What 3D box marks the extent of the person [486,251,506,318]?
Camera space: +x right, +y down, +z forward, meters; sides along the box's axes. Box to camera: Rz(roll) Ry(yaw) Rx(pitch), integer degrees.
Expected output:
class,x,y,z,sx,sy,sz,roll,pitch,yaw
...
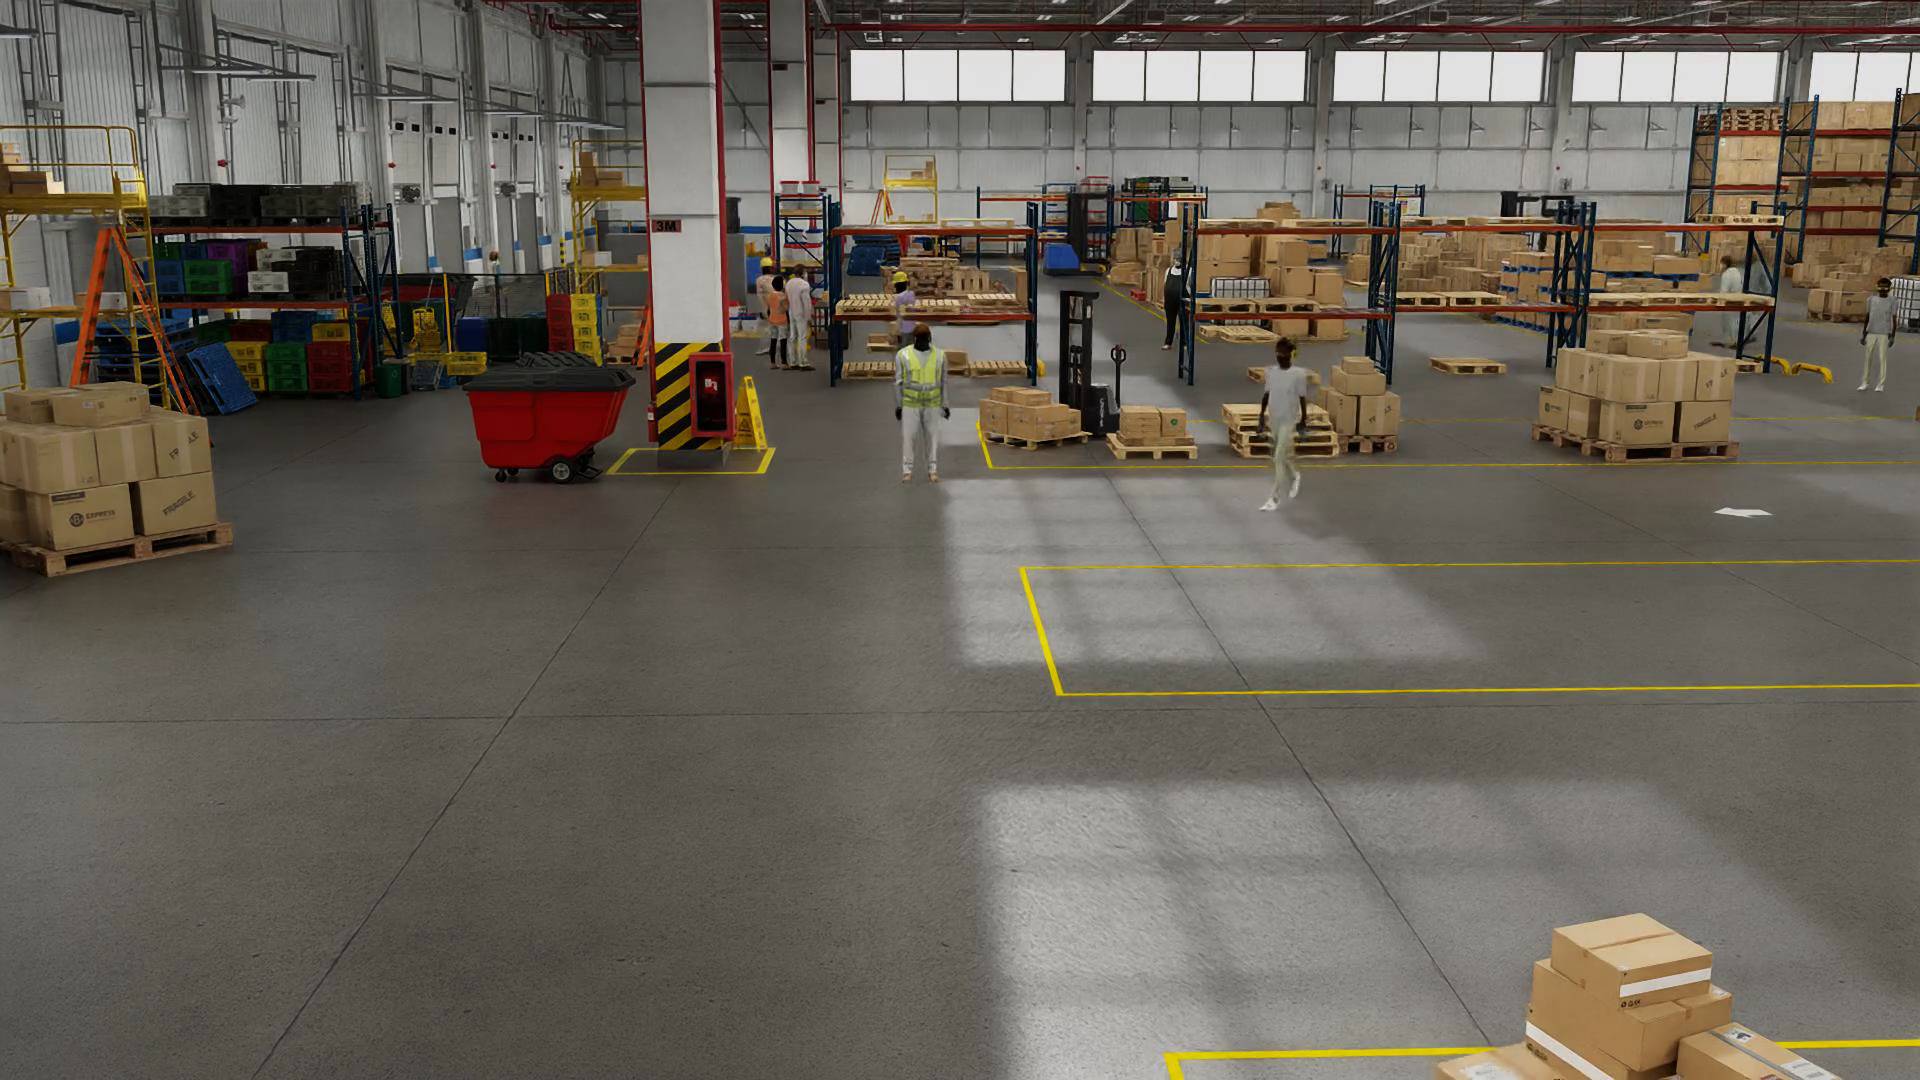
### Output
class,x,y,z,sx,sy,sz,roll,pitch,yaw
person,-11.433,-6.267,40.863,0.527,1.631,0.318,11,17,41

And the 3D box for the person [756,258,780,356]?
class,x,y,z,sx,sy,sz,roll,pitch,yaw
person,-3.762,-4.538,32.442,0.606,1.904,0.685,-10,16,-38

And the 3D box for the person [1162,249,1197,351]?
class,x,y,z,sx,sy,sz,roll,pitch,yaw
person,4.362,-4.807,33.338,0.683,2.000,0.538,7,14,29

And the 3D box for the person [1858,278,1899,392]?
class,x,y,z,sx,sy,sz,roll,pitch,yaw
person,15.032,-3.360,27.227,0.334,1.860,0.510,-12,17,-43

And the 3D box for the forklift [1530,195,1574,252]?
class,x,y,z,sx,sy,sz,roll,pitch,yaw
forklift,18.606,-9.392,52.126,1.129,2.768,1.873,-1,13,-3

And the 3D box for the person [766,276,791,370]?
class,x,y,z,sx,sy,sz,roll,pitch,yaw
person,-3.272,-3.921,30.116,0.535,1.700,0.318,8,15,32

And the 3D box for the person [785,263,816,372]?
class,x,y,z,sx,sy,sz,roll,pitch,yaw
person,-2.894,-4.006,29.961,0.378,1.937,0.628,-12,17,-42

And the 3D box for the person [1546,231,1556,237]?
class,x,y,z,sx,sy,sz,roll,pitch,yaw
person,18.888,-9.104,52.993,0.542,1.929,0.368,3,13,13

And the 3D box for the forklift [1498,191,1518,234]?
class,x,y,z,sx,sy,sz,roll,pitch,yaw
forklift,20.674,-11.779,62.902,1.873,2.768,1.129,0,12,-2

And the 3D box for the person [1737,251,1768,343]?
class,x,y,z,sx,sy,sz,roll,pitch,yaw
person,16.570,-5.085,34.874,0.658,1.915,0.507,7,14,29

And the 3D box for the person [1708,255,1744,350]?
class,x,y,z,sx,sy,sz,roll,pitch,yaw
person,15.557,-4.804,33.652,0.855,1.888,0.648,11,16,40

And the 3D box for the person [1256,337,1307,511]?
class,x,y,z,sx,sy,sz,roll,pitch,yaw
person,3.463,-1.259,17.765,0.524,1.851,0.784,12,17,43

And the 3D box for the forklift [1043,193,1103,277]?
class,x,y,z,sx,sy,sz,roll,pitch,yaw
forklift,3.845,-10.398,56.667,1.873,2.768,1.129,-2,13,-8

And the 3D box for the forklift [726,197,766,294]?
class,x,y,z,sx,sy,sz,roll,pitch,yaw
forklift,-6.619,-8.602,48.560,1.873,2.768,1.129,0,12,-2

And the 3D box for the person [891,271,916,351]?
class,x,y,z,sx,sy,sz,roll,pitch,yaw
person,-0.940,-3.544,27.914,0.398,1.917,0.693,4,13,16

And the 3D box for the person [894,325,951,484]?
class,x,y,z,sx,sy,sz,roll,pitch,yaw
person,-0.431,-1.552,19.137,0.648,1.833,0.493,-2,13,-9

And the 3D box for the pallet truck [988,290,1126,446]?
class,x,y,z,sx,sy,sz,roll,pitch,yaw
pallet truck,1.257,-2.299,22.111,1.885,1.965,0.823,-9,15,-35
